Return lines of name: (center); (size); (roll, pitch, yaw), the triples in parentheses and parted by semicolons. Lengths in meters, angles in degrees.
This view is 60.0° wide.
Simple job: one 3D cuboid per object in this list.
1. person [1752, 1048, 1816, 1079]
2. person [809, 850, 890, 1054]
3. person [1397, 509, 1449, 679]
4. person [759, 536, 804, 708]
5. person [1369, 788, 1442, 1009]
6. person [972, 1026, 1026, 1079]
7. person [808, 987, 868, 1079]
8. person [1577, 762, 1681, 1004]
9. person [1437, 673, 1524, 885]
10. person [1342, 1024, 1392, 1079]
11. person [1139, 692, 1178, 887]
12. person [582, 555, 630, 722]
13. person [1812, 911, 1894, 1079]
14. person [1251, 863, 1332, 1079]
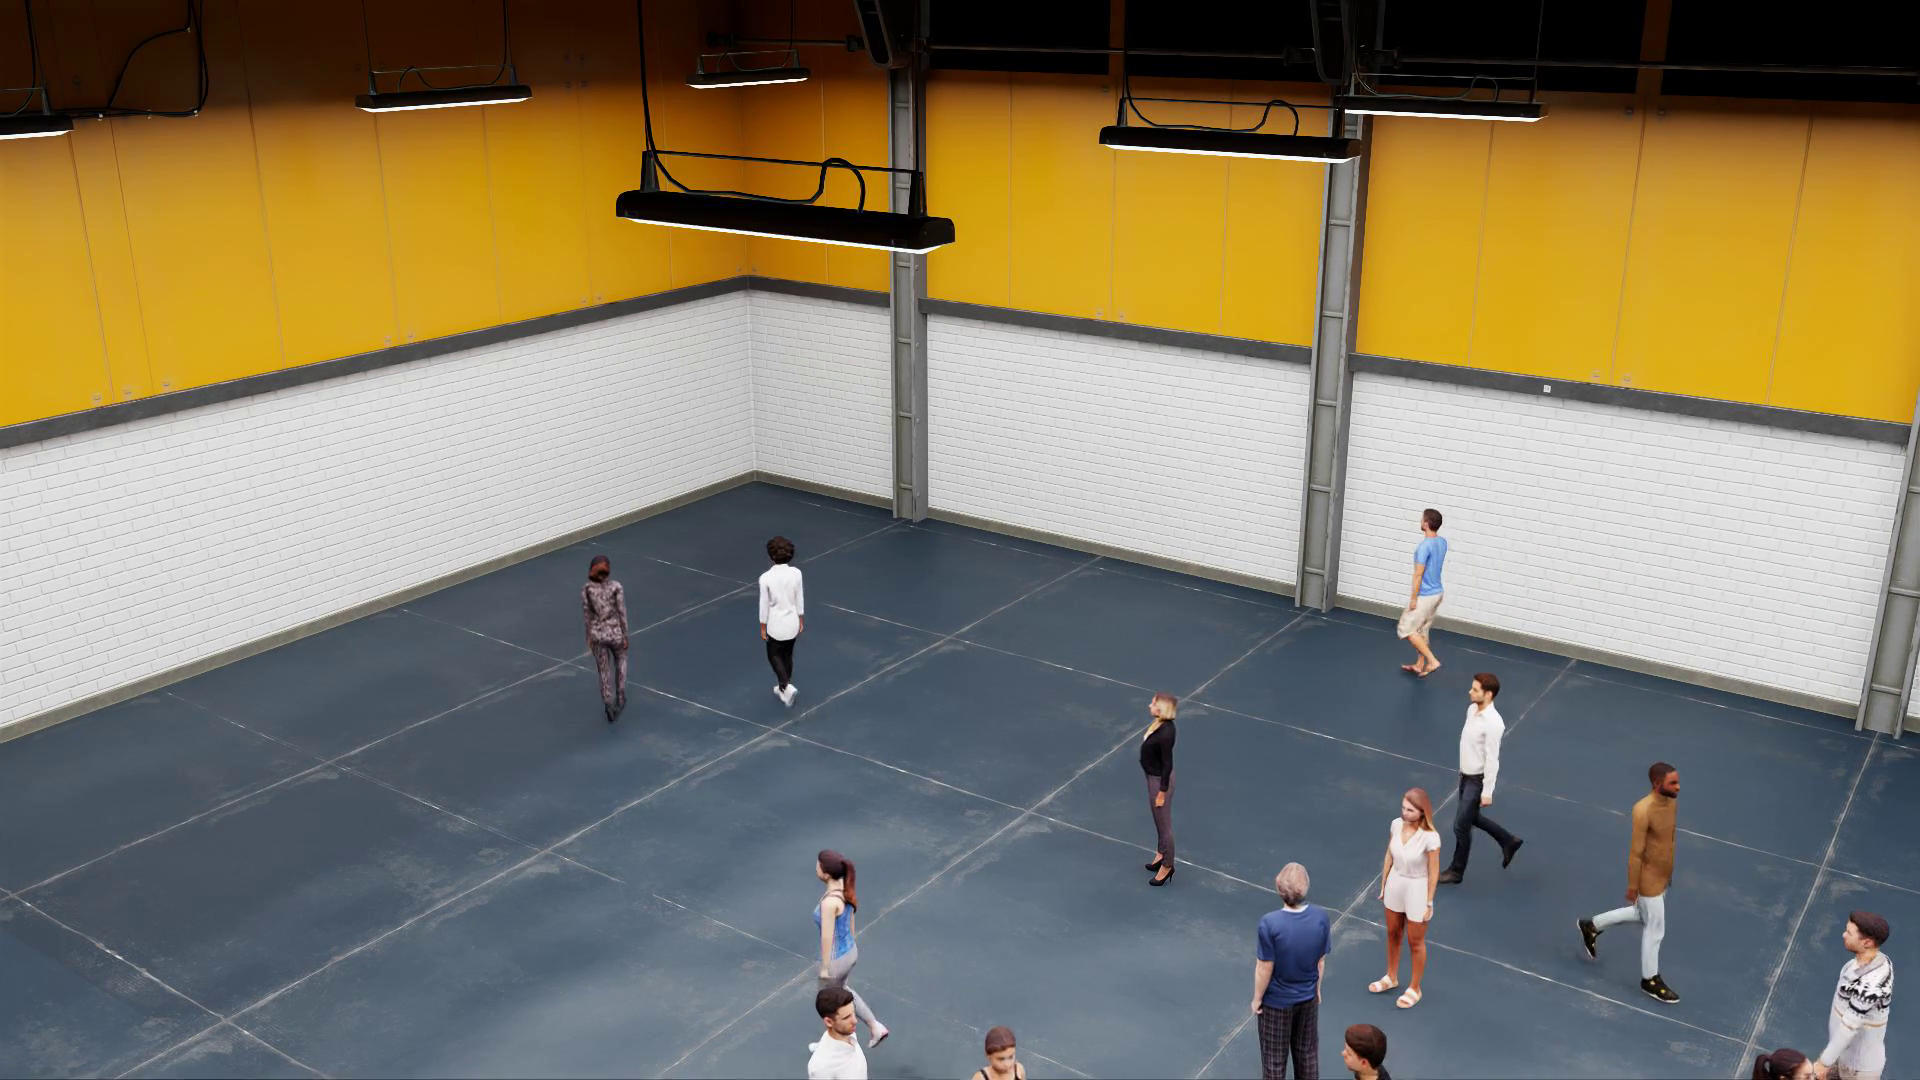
person: (4.447, 3.511, 9.137); (0.580, 1.631, 0.652); (15, 24, 38)
person: (-0.767, 2.832, 11.207); (0.866, 1.596, 0.677); (7, 20, 19)
person: (4.951, 0.602, 17.435); (0.740, 1.849, 0.840); (-17, 25, -41)
person: (-1.772, 0.848, 16.785); (0.892, 1.796, 1.042); (-9, 21, -25)
person: (3.228, 2.537, 11.928); (0.688, 1.695, 0.564); (-14, 23, -36)
person: (0.194, 3.425, 9.515); (0.725, 1.552, 0.862); (-9, 21, -25)
person: (-0.688, 3.321, 9.330); (0.679, 1.868, 0.684); (6, 20, 17)
person: (4.937, 2.423, 12.110); (0.813, 1.795, 1.156); (-16, 24, -39)
person: (4.259, 1.948, 13.443); (1.139, 1.846, 1.038); (-2, 19, -5)
person: (2.256, 3.443, 8.994); (0.849, 1.851, 0.829); (4, 19, 11)
person: (1.645, 2.010, 13.531); (0.710, 1.670, 0.689); (1, 19, 2)
person: (-3.518, 0.997, 16.501); (0.840, 1.695, 0.886); (-1, 19, -4)
person: (5.480, 3.115, 9.996); (1.011, 1.834, 0.748); (10, 21, 26)
person: (2.098, 2.904, 10.563); (0.737, 1.870, 0.778); (-4, 19, -13)
